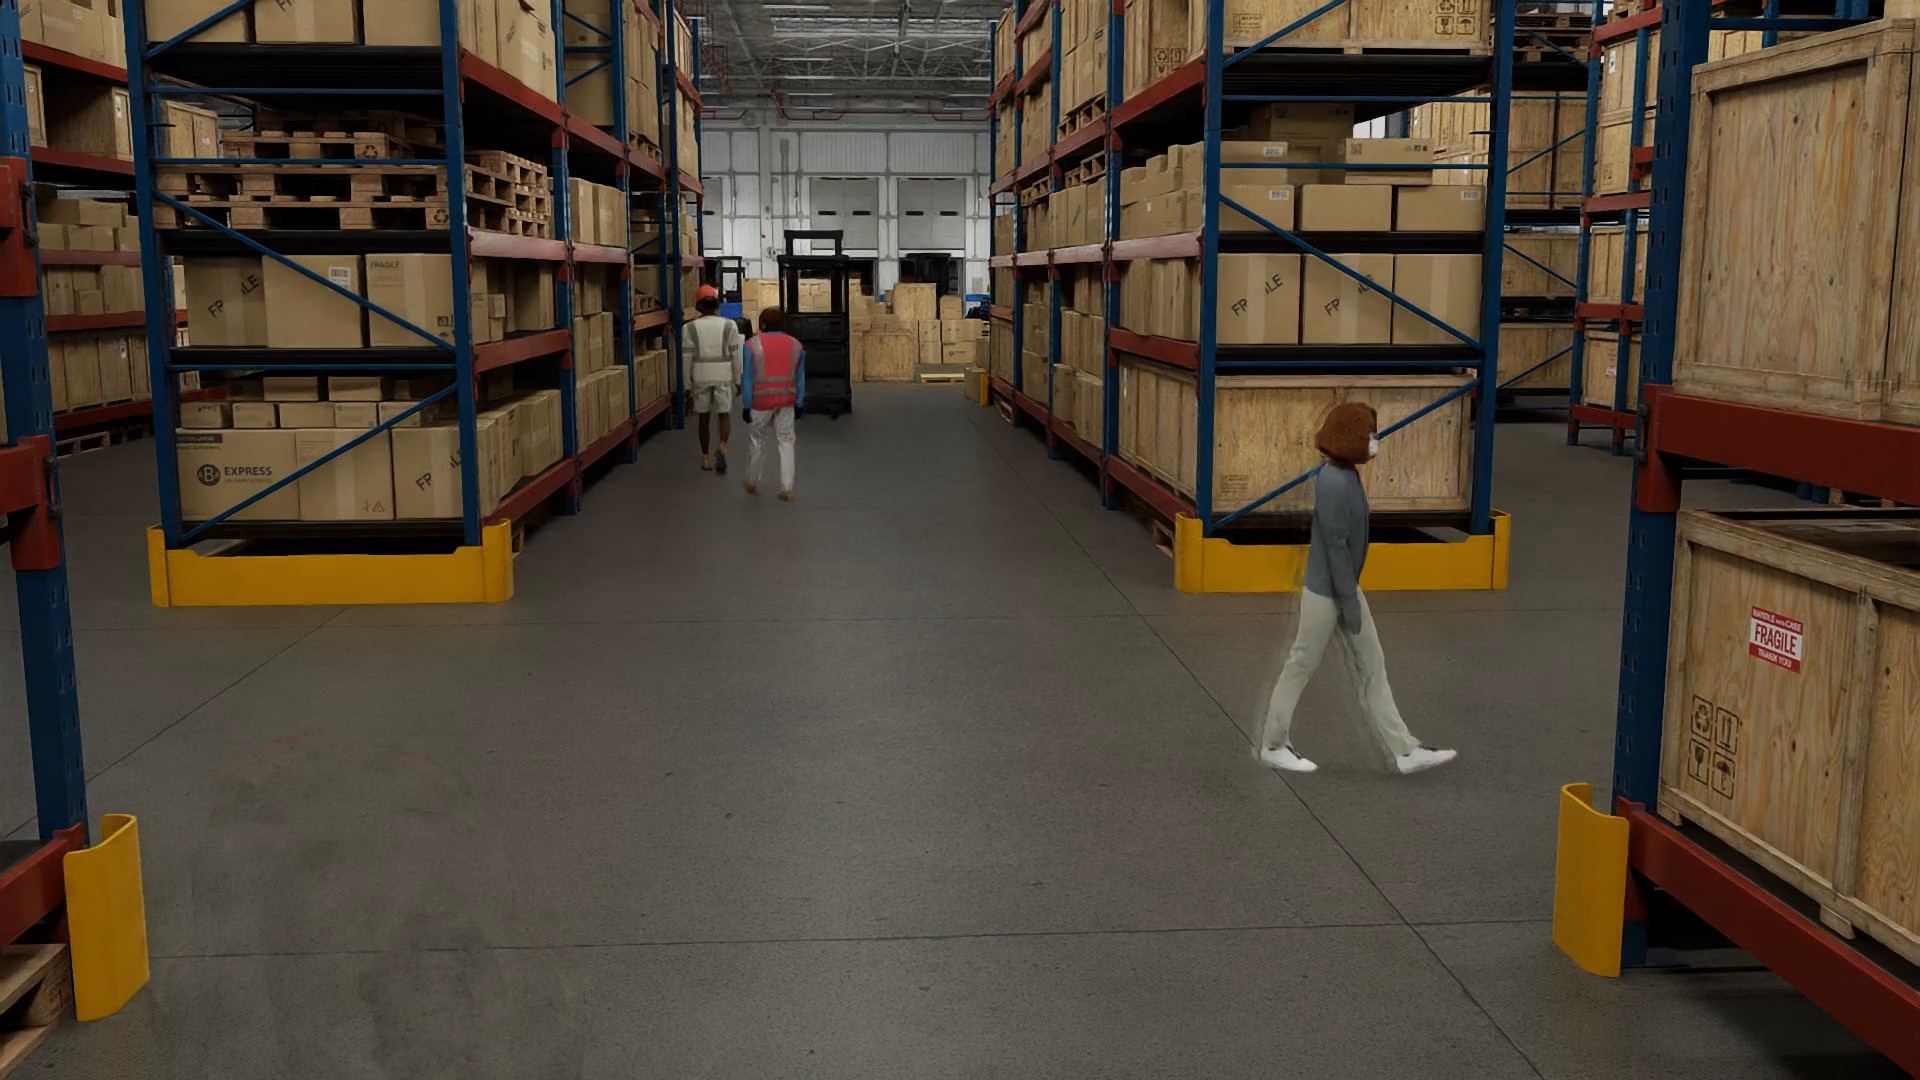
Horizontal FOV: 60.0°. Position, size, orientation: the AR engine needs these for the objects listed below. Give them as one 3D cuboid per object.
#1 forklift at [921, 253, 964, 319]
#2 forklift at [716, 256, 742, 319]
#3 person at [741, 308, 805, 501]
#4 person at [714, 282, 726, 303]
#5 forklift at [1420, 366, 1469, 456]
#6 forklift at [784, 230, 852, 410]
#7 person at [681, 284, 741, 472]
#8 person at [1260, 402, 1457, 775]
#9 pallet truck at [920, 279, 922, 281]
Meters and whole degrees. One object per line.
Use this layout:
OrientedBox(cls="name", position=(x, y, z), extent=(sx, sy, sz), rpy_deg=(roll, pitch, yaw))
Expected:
OrientedBox(cls="forklift", position=(-0.754, -7.703, 52.695), extent=(1.129, 2.768, 1.873), rpy_deg=(-5, 10, -30))
OrientedBox(cls="forklift", position=(-8.574, -9.187, 62.019), extent=(1.129, 2.768, 1.873), rpy_deg=(-1, 9, -4))
OrientedBox(cls="person", position=(-1.812, -1.292, 15.820), extent=(0.665, 1.800, 0.923), rpy_deg=(-4, 10, -24))
OrientedBox(cls="person", position=(-9.012, -8.715, 62.190), extent=(0.571, 1.882, 0.338), rpy_deg=(0, 9, 2))
OrientedBox(cls="forklift", position=(4.846, -2.257, 18.500), extent=(1.129, 2.768, 1.873), rpy_deg=(7, 11, 36))
OrientedBox(cls="forklift", position=(-2.298, -3.509, 26.361), extent=(1.129, 2.768, 1.873), rpy_deg=(-1, 9, -4))
OrientedBox(cls="person", position=(-2.657, -1.718, 17.803), extent=(0.643, 2.029, 0.719), rpy_deg=(-2, 9, -10))
OrientedBox(cls="person", position=(1.655, 0.225, 6.937), extent=(0.850, 1.584, 0.519), rpy_deg=(4, 10, 25))
OrientedBox(cls="pallet truck", position=(-0.932, -8.922, 63.114), extent=(1.885, 1.965, 0.823), rpy_deg=(2, 9, 13))
